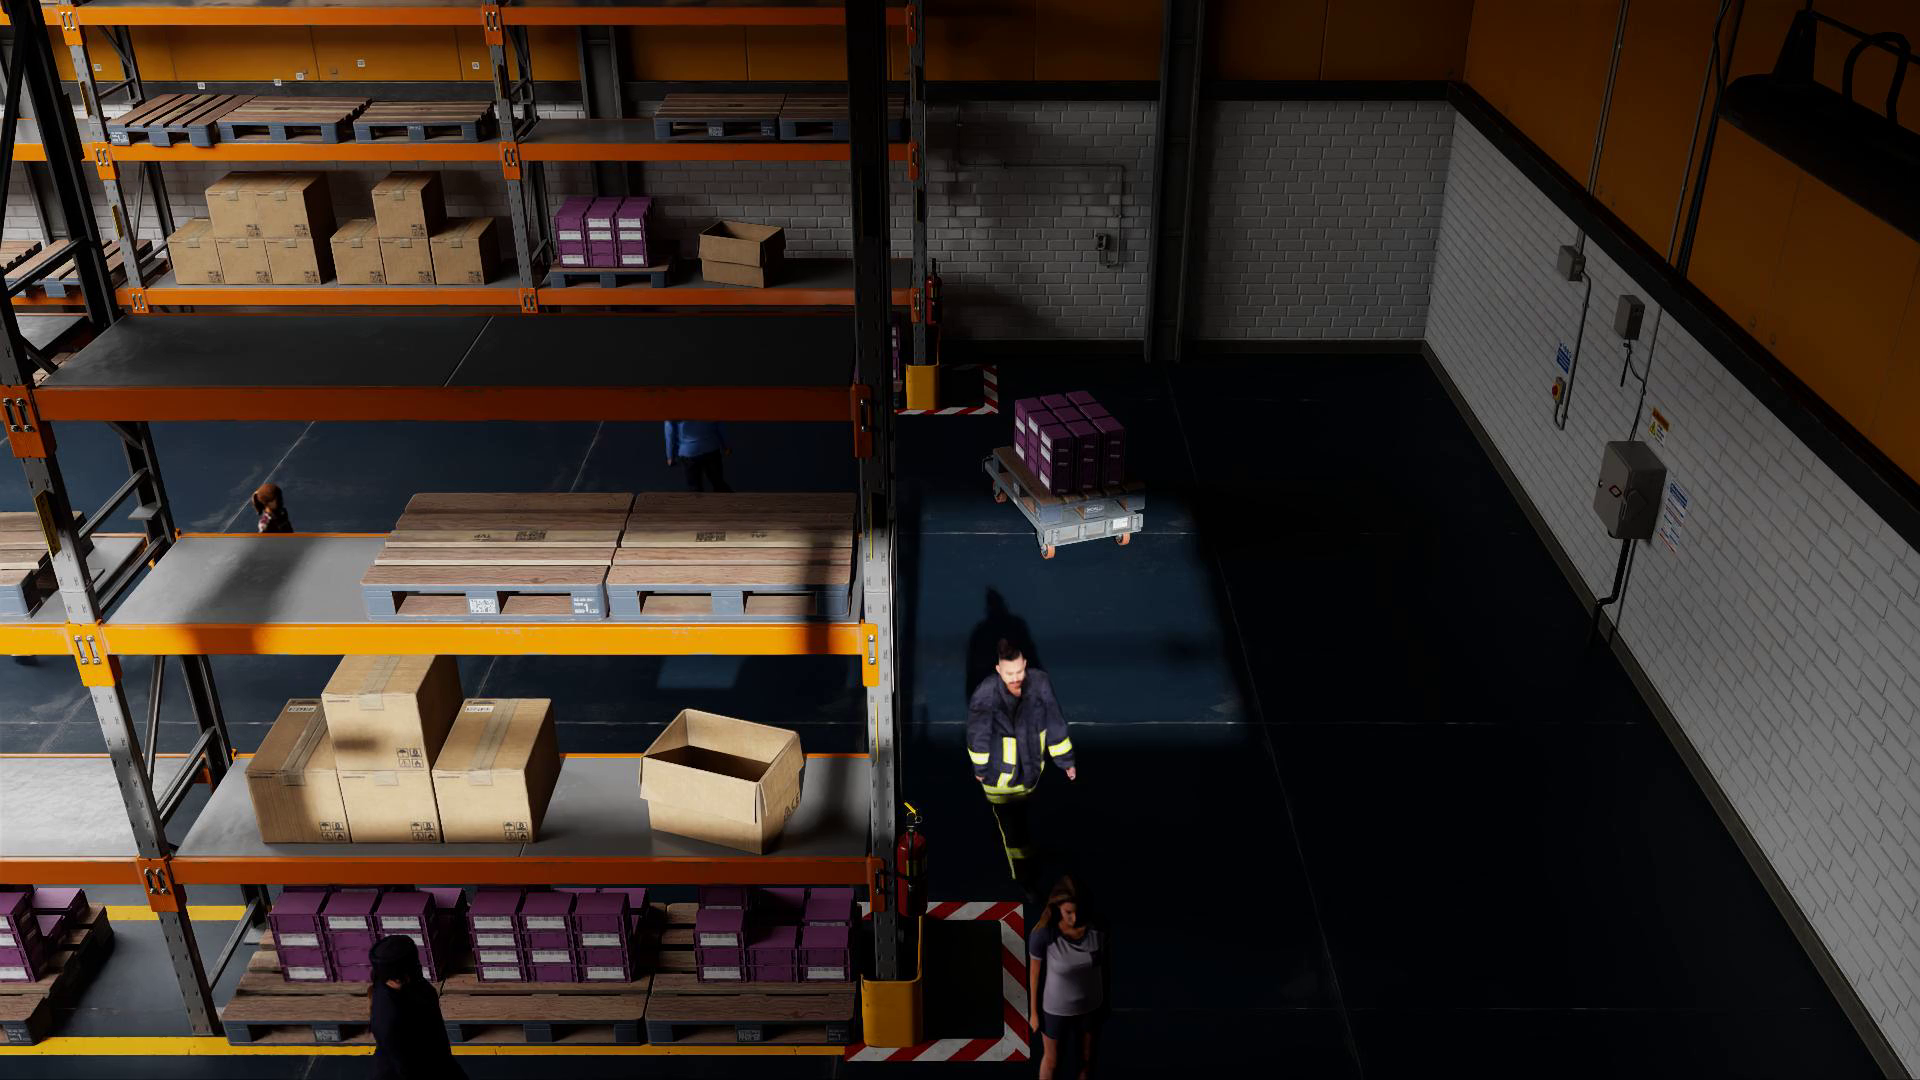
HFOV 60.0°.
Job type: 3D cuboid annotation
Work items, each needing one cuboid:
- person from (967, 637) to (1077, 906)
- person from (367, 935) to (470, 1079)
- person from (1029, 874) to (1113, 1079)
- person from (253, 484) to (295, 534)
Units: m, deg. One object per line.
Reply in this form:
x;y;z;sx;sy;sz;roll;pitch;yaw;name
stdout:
0.298;1.340;10.655;1.167;1.819;1.156;-19;34;-30;person
-2.838;2.670;8.384;0.692;1.658;0.740;-3;29;-5;person
0.580;2.427;8.761;0.554;1.724;0.709;-6;29;-11;person
-5.479;0.133;13.406;0.515;1.303;0.540;3;29;5;person
